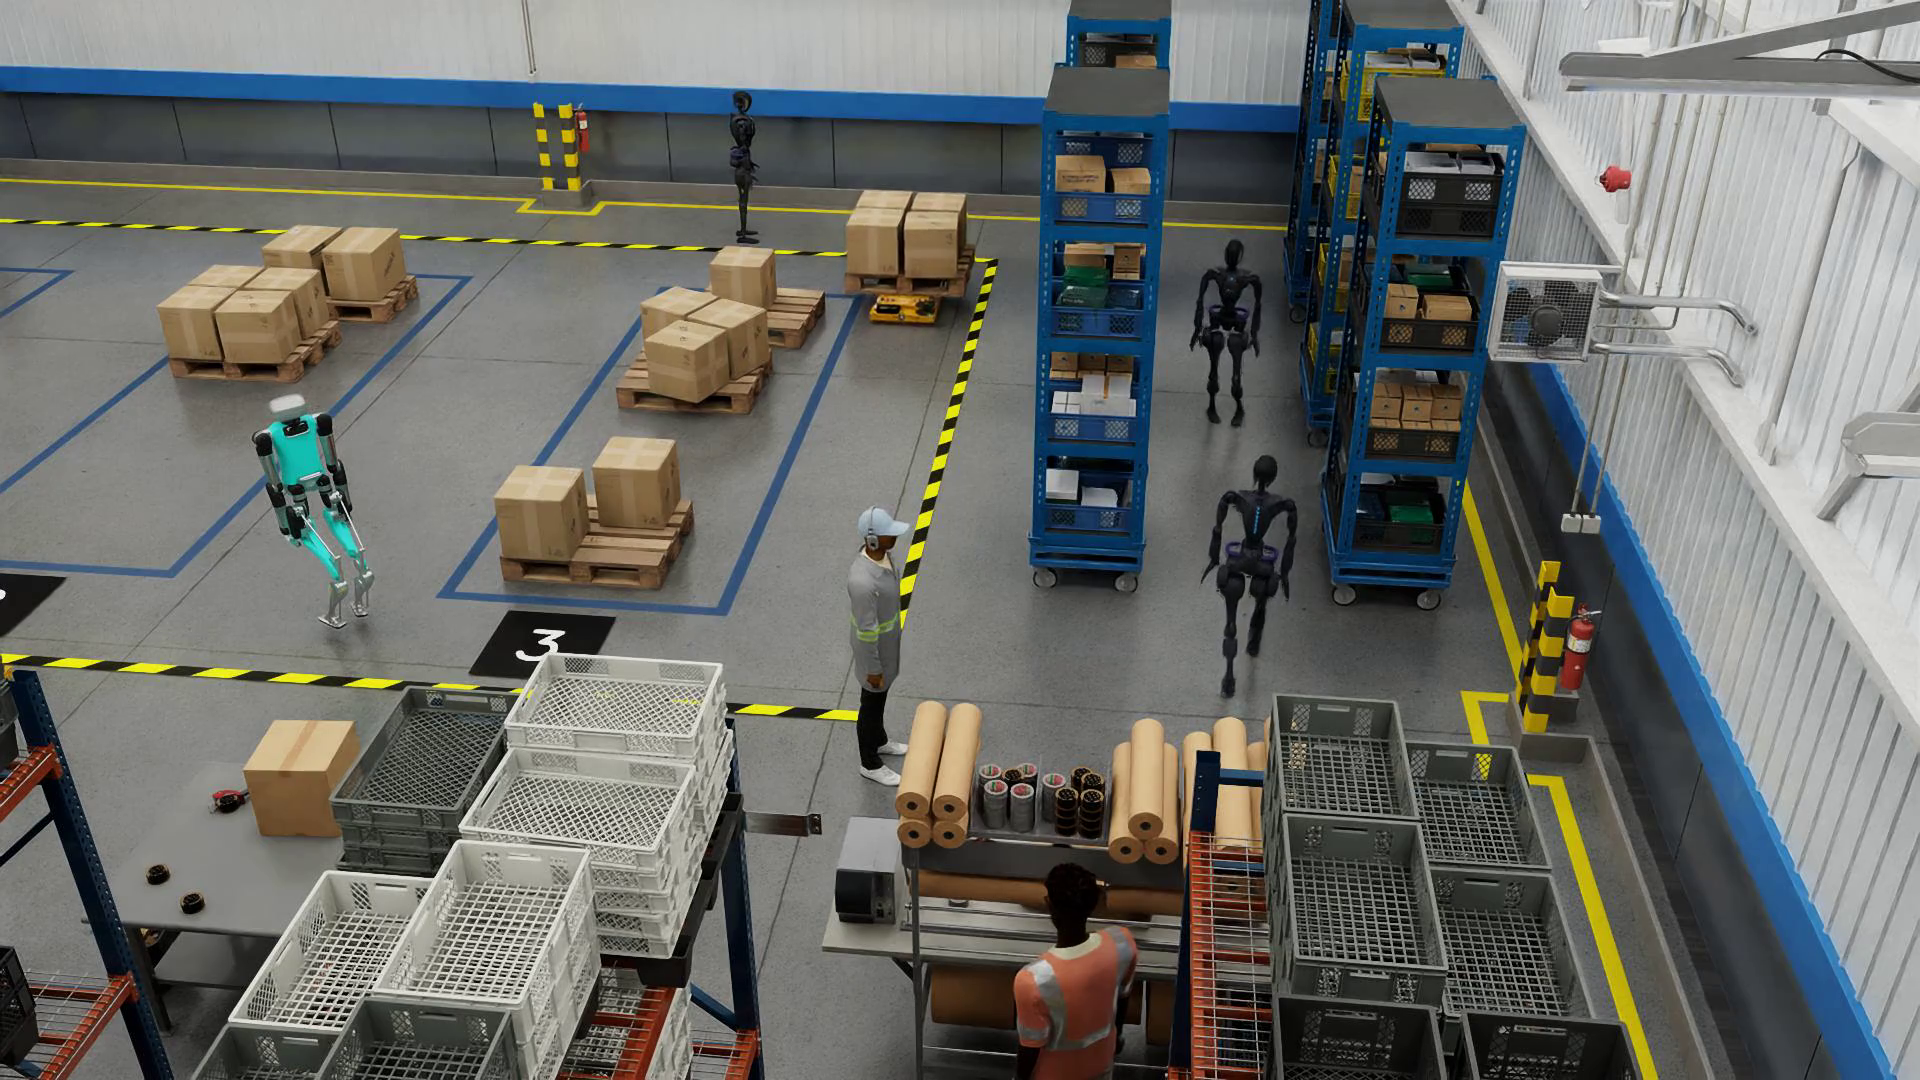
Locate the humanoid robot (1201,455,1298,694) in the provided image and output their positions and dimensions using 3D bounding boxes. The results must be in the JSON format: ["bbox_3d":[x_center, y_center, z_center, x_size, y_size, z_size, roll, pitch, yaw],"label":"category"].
[{"bbox_3d":[1.904,0.183,11.016,0.592,1.632,0.786,5,31,9],"label":"humanoid robot"}]

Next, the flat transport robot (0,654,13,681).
[{"bbox_3d":[-7.142,0.969,11.010,1.431,0.231,0.659,3,30,6],"label":"flat transport robot"}]

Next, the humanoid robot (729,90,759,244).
[{"bbox_3d":[-2.377,-4.135,18.364,0.315,1.653,0.599,-2,30,-4],"label":"humanoid robot"}]

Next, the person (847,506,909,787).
[{"bbox_3d":[-0.476,0.626,10.025,0.366,1.852,0.589,4,30,7],"label":"person"}]

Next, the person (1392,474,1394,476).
[{"bbox_3d":[3.454,-1.046,12.820,0.401,1.938,0.644,-13,33,-22],"label":"person"}]

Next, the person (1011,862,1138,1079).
[{"bbox_3d":[0.468,2.206,7.197,0.610,1.963,0.364,-18,35,-28],"label":"person"}]

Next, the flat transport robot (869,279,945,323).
[{"bbox_3d":[-0.500,-2.609,17.127,0.652,0.197,1.431,3,30,6],"label":"flat transport robot"}]

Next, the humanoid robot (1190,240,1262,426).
[{"bbox_3d":[2.305,-1.792,14.353,0.612,1.644,0.358,7,31,12],"label":"humanoid robot"}]

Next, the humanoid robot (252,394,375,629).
[{"bbox_3d":[-4.313,-0.137,11.316,0.533,1.677,0.735,-25,39,-36],"label":"humanoid robot"}]
